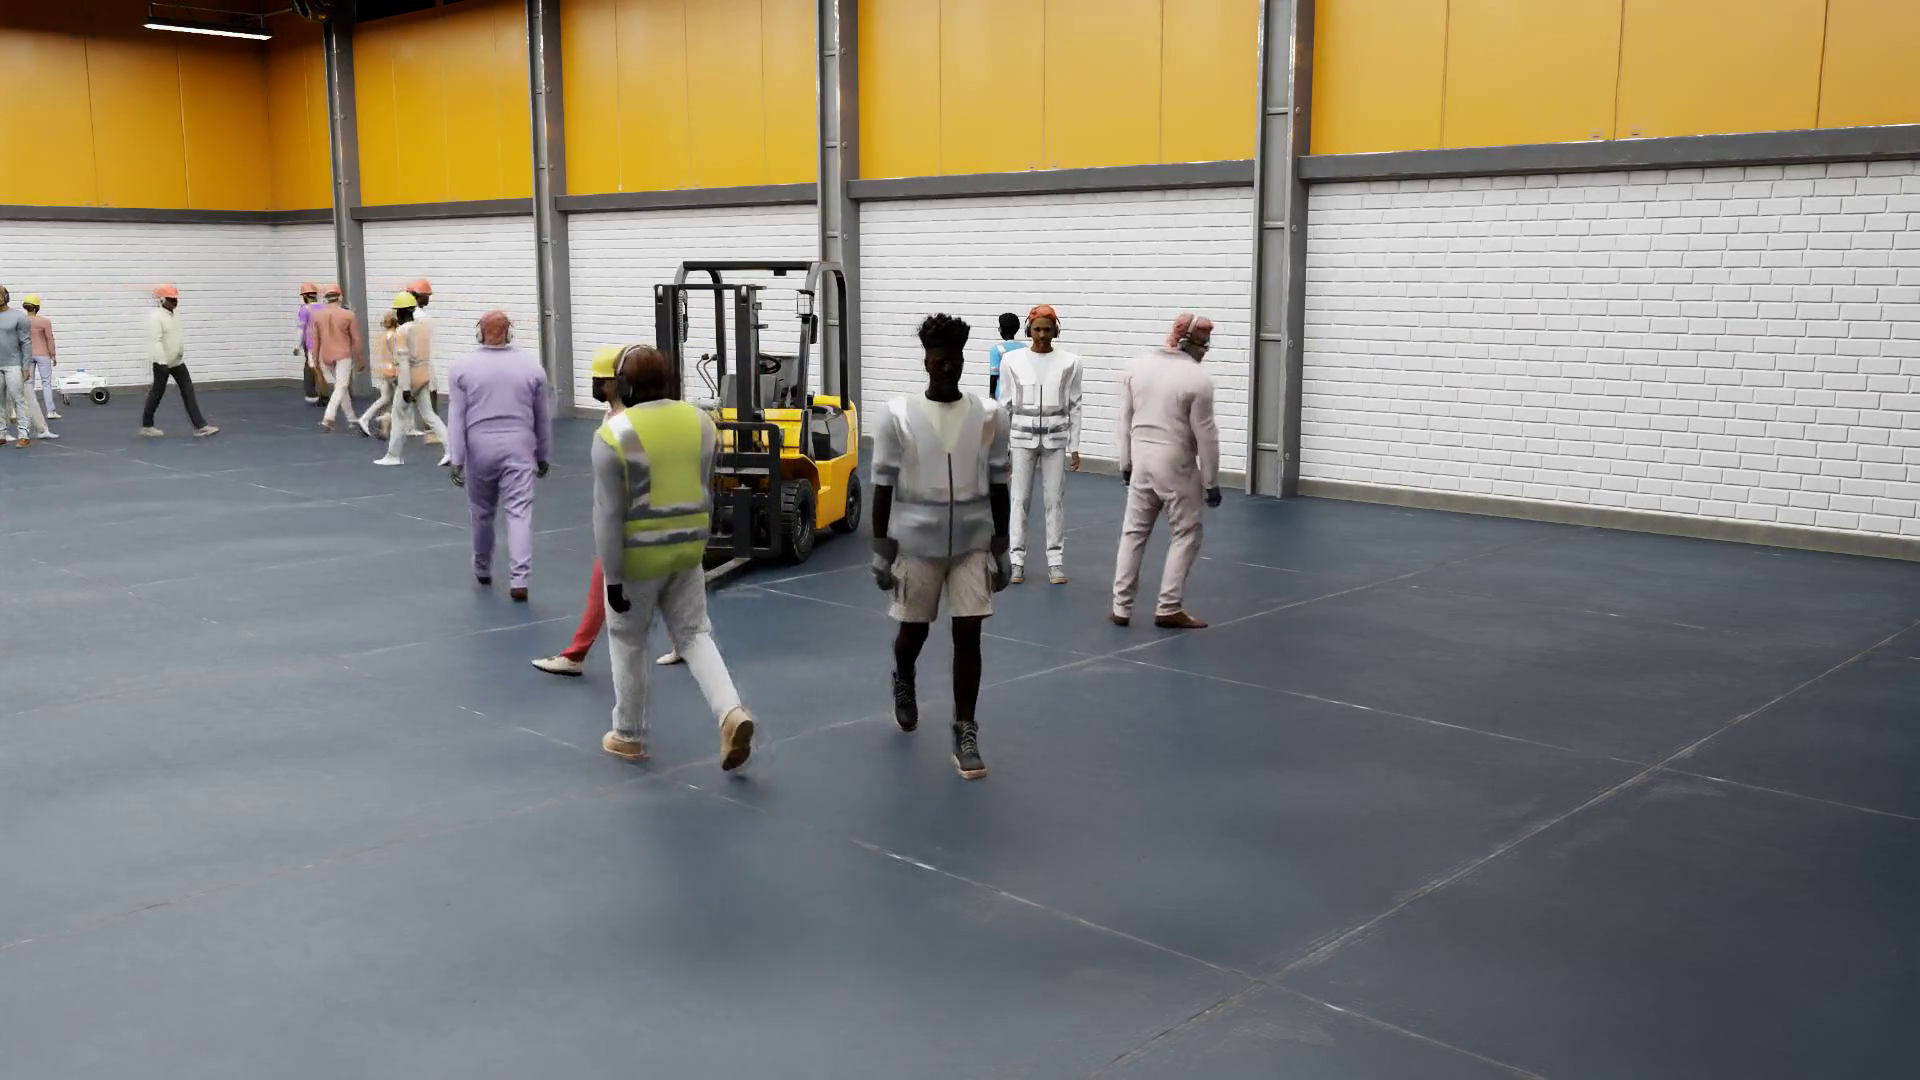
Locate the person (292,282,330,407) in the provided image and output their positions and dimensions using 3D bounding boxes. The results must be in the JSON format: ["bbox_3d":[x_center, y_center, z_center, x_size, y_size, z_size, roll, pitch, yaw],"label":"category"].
[{"bbox_3d":[-9.902,-2.977,25.471,0.521,1.908,0.533,2,10,14],"label":"person"}]

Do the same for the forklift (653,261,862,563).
[{"bbox_3d":[-1.552,-1.040,12.721,1.214,2.155,2.313,2,9,11],"label":"forklift"}]

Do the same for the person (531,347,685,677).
[{"bbox_3d":[-1.778,-0.151,8.714,0.934,1.716,0.539,-4,10,-22],"label":"person"}]

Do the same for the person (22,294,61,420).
[{"bbox_3d":[-13.022,-2.577,23.452,0.523,1.769,0.316,-1,9,-9],"label":"person"}]

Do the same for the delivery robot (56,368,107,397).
[{"bbox_3d":[-13.771,-2.448,26.079,0.707,0.478,0.477,-5,10,-27],"label":"delivery robot"}]

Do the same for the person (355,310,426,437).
[{"bbox_3d":[-7.224,-2.090,20.978,0.782,1.606,0.522,-6,11,-34],"label":"person"}]

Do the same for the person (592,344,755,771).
[{"bbox_3d":[-1.243,0.085,6.997,0.636,1.819,0.818,-9,13,-43],"label":"person"}]

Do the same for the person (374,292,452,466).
[{"bbox_3d":[-5.836,-1.721,17.855,0.977,1.885,0.603,2,10,13],"label":"person"}]

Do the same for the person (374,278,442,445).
[{"bbox_3d":[-6.588,-2.118,19.902,0.617,2.017,0.822,8,12,41],"label":"person"}]

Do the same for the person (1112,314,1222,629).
[{"bbox_3d":[1.204,-0.392,9.783,0.471,1.862,0.716,-8,12,-41],"label":"person"}]

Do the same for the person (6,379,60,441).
[{"bbox_3d":[-11.595,-2.016,20.496,0.679,1.607,0.530,0,9,-2],"label":"person"}]

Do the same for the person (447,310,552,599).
[{"bbox_3d":[-3.007,-0.568,10.887,0.670,1.850,1.024,-4,10,-21],"label":"person"}]

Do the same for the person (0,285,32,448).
[{"bbox_3d":[-11.294,-2.046,19.671,0.631,1.940,0.372,-1,9,-4],"label":"person"}]

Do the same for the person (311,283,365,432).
[{"bbox_3d":[-8.186,-2.397,21.842,0.623,1.944,0.988,2,9,13],"label":"person"}]

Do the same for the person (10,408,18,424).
[{"bbox_3d":[-13.169,-2.405,22.895,0.701,1.610,0.512,5,11,30],"label":"person"}]

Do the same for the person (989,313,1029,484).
[{"bbox_3d":[0.490,-1.399,16.458,0.533,1.692,0.318,-8,12,-40],"label":"person"}]

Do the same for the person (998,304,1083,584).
[{"bbox_3d":[0.537,-0.641,11.217,0.574,1.886,0.356,0,9,0],"label":"person"}]

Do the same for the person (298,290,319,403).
[{"bbox_3d":[-10.321,-3.104,26.464,0.346,1.840,0.505,-5,10,-27],"label":"person"}]

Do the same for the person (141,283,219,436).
[{"bbox_3d":[-9.970,-2.260,20.998,1.047,1.941,0.641,2,9,10],"label":"person"}]

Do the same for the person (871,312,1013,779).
[{"bbox_3d":[-0.081,-0.008,7.161,0.620,1.943,0.818,-2,9,-11],"label":"person"}]
